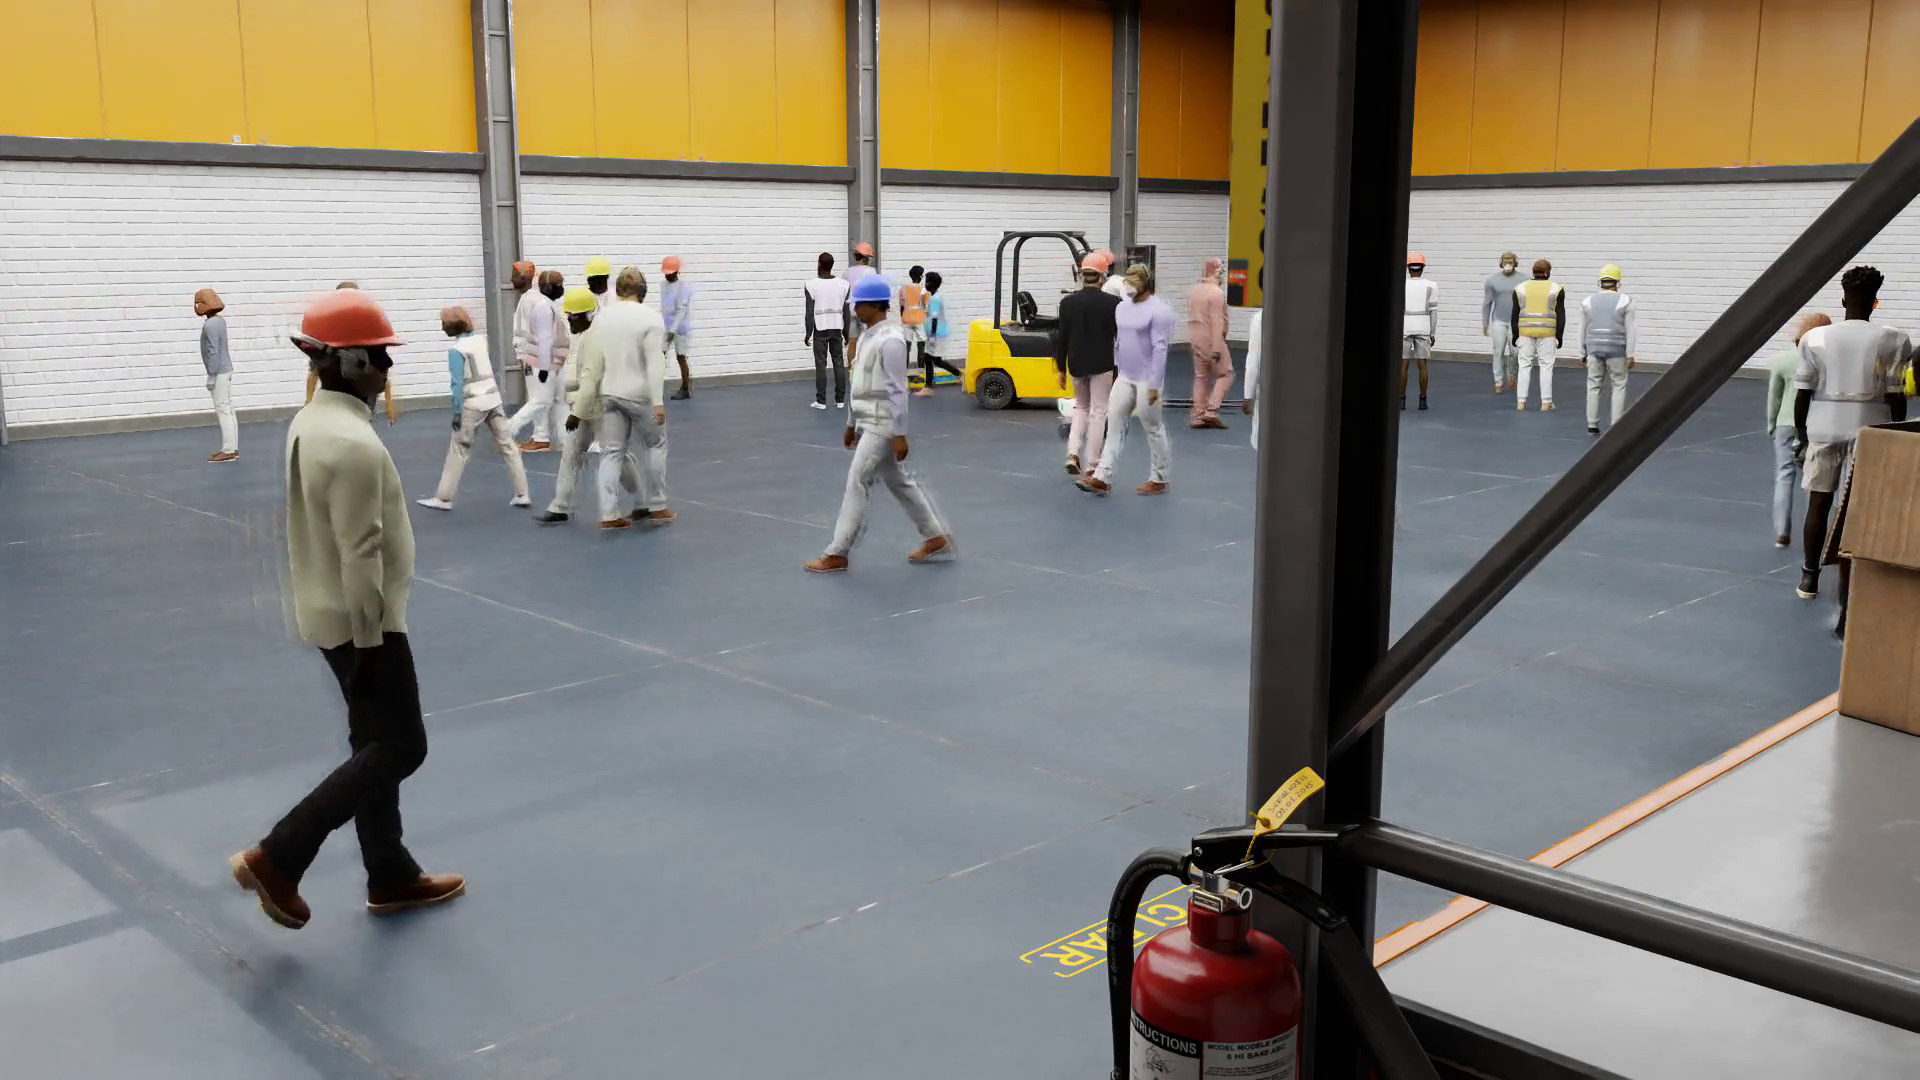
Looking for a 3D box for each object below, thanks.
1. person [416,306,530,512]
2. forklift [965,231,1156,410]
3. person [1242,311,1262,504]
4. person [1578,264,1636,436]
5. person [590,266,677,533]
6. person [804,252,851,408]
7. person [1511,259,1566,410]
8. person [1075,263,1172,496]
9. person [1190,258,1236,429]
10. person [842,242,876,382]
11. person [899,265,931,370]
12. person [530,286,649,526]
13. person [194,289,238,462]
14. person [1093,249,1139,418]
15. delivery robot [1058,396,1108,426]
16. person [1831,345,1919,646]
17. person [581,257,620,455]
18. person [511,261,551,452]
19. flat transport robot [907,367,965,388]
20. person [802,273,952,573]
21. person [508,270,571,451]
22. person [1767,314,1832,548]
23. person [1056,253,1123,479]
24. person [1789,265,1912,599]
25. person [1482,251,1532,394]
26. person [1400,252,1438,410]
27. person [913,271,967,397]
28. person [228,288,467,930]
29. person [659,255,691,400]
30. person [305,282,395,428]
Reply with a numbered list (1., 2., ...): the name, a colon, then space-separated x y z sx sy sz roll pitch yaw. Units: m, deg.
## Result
1. person: -3.754 -1.005 12.850 0.735 1.581 0.591 3 11 15
2. forklift: 1.222 -2.721 20.561 2.313 2.155 1.214 2 11 13
3. person: 2.490 -1.133 12.796 0.593 1.866 0.675 -5 12 -26
4. person: 6.862 -2.000 17.647 0.610 1.825 0.403 9 14 41
5. person: -2.348 -1.018 12.061 0.701 1.905 0.779 5 12 26
6. person: -1.632 -2.582 20.547 0.597 1.921 0.383 -5 11 -25
7. person: 7.075 -2.507 20.364 0.630 1.840 0.429 6 12 29
8. person: 1.367 -1.278 13.481 0.872 1.901 0.644 -8 13 -37
9. person: 2.790 -2.147 18.304 0.483 1.880 0.638 -4 11 -21
10. person: -1.408 -3.282 24.092 0.682 2.031 0.448 9 14 42
11. person: -0.653 -3.205 24.580 0.529 1.691 0.318 4 11 19
12. person: -2.662 -0.967 12.161 0.890 1.777 0.582 -5 12 -26
13. person: -7.034 -1.554 15.733 0.285 1.632 0.499 -2 11 -11
14. person: 1.728 -2.396 19.417 0.994 1.962 0.643 4 11 23
15. delivery robot: 1.383 -1.376 17.444 0.707 0.478 0.477 0 10 -1
16. person: 3.167 0.226 5.481 0.808 1.830 0.552 -9 14 -42
17. person: -3.517 -1.798 16.274 0.427 1.921 0.608 -5 12 -26
18. person: -4.238 -1.807 16.428 0.342 1.882 0.579 -2 11 -13
19. flat transport robot: -0.434 -2.312 23.579 0.652 0.197 1.431 9 13 40
20. person: -0.502 -0.746 10.624 1.015 1.902 0.625 -3 11 -16
21. person: -4.112 -1.733 16.250 0.812 1.810 0.641 -2 11 -9
22. person: 5.875 -0.767 11.557 0.503 1.591 0.840 7 12 32
23. person: 1.169 -1.495 14.479 0.636 1.980 0.436 6 12 31
24. person: 5.173 -0.610 9.691 0.603 1.958 0.380 7 12 33
25. person: 7.353 -2.920 22.392 0.650 1.918 0.456 4 11 19
26. person: 5.545 -2.547 20.342 0.543 1.928 0.371 2 11 9
27. person: -0.237 -2.697 21.877 0.715 1.674 0.539 0 10 0
28. person: -1.889 0.236 5.035 0.642 1.976 0.622 -8 13 -36
29. person: -3.717 -2.702 21.342 0.582 1.870 0.827 7 13 35
30. person: -4.513 -0.979 12.167 0.566 1.782 0.965 1 10 7
